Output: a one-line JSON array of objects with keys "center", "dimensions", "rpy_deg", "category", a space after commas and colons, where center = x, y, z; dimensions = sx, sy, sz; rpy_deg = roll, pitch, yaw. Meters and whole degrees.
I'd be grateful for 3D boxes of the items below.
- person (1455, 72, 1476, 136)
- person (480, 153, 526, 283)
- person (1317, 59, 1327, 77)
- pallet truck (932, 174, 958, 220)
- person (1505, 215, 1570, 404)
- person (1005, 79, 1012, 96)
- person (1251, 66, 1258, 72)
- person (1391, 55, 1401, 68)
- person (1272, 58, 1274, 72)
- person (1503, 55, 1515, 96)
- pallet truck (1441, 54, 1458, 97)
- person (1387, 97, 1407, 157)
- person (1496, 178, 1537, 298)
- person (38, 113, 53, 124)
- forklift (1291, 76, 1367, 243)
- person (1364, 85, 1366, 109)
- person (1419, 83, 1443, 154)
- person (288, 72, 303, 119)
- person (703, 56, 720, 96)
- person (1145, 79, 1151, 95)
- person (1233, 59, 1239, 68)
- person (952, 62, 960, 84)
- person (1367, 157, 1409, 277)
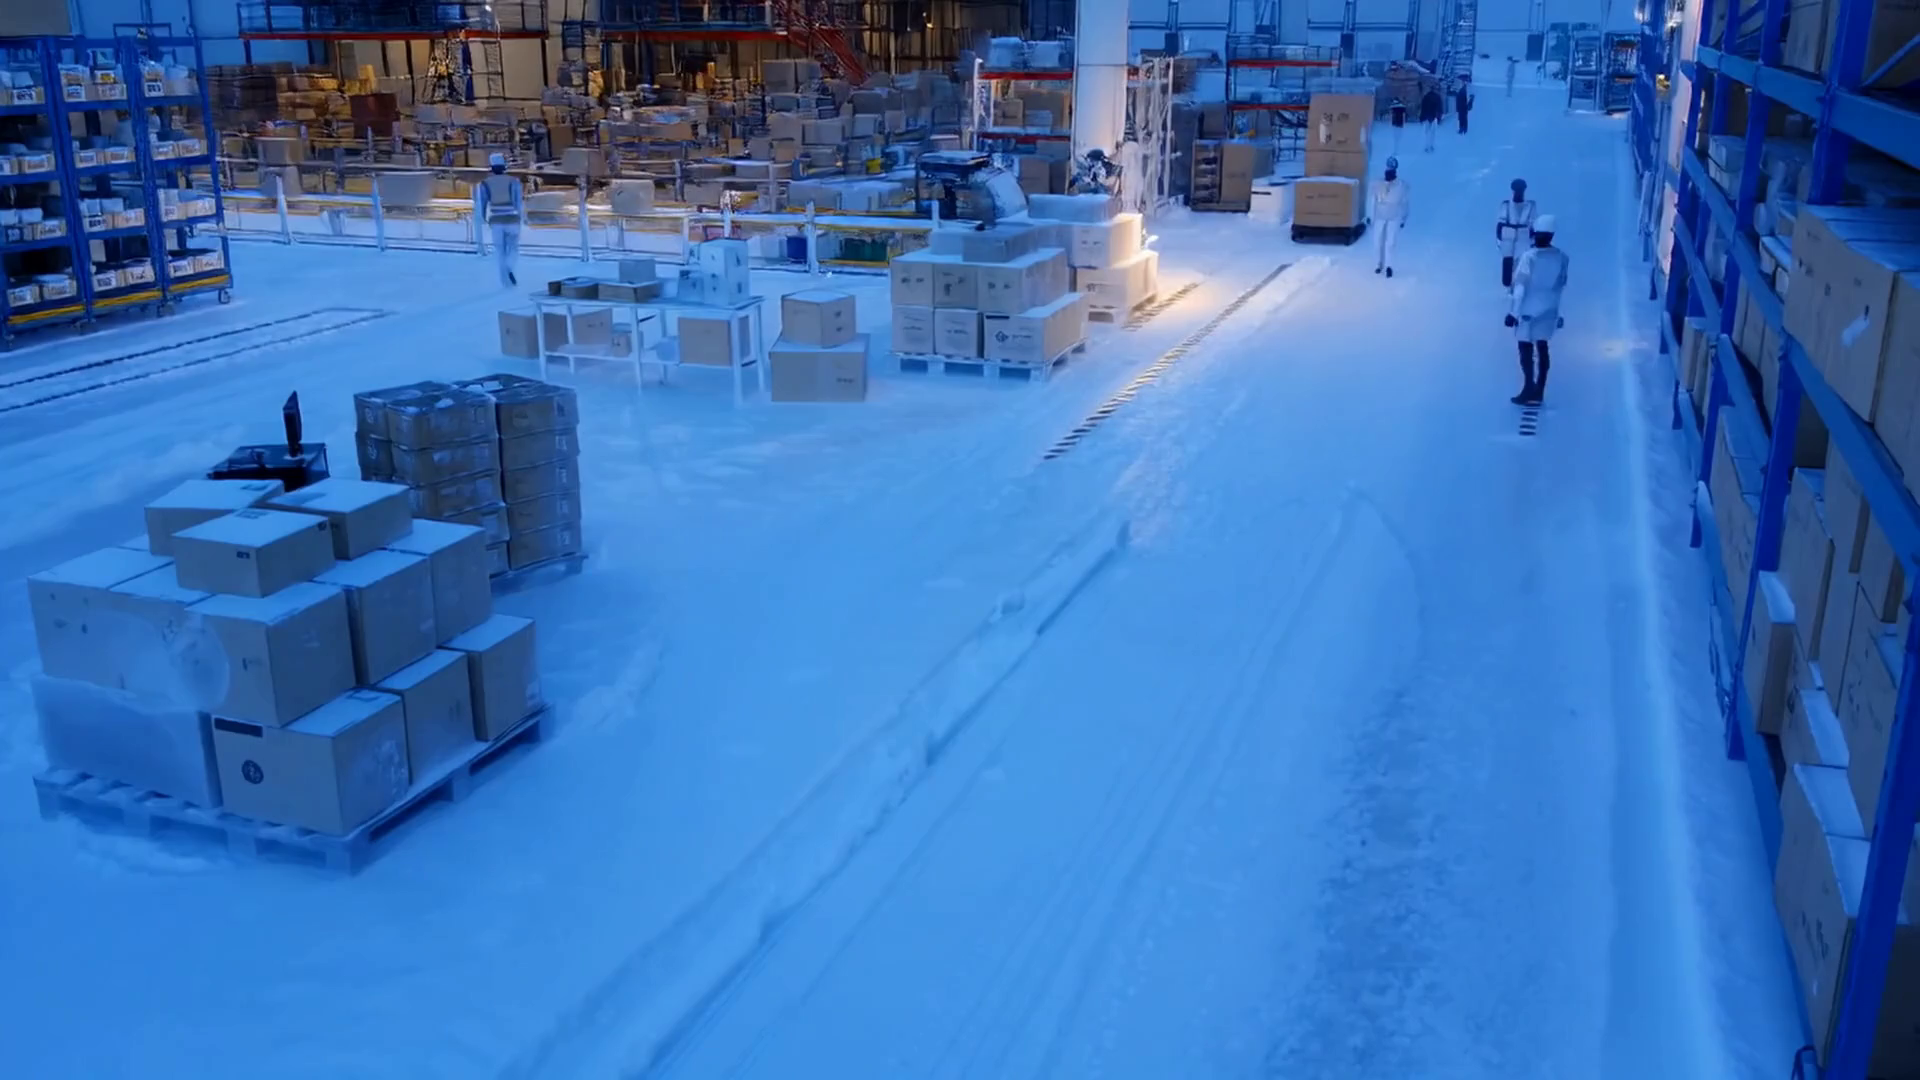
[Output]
[{"center": [16.264, -14.093, 53.801], "dimensions": [0.624, 2.000, 0.706], "rpy_deg": [-7, 19, -21], "category": "person"}, {"center": [-6.754, -4.743, 24.598], "dimensions": [0.628, 1.926, 0.667], "rpy_deg": [-2, 18, -6], "category": "person"}, {"center": [17.520, -22.439, 80.576], "dimensions": [0.508, 1.704, 0.871], "rpy_deg": [7, 19, 21], "category": "person"}, {"center": [-0.507, -5.292, 27.348], "dimensions": [0.653, 1.274, 1.630], "rpy_deg": [6, 19, 19], "category": "pallet truck"}, {"center": [5.990, -2.359, 17.165], "dimensions": [0.617, 1.909, 0.645], "rpy_deg": [-4, 18, -12], "category": "person"}, {"center": [1.933, -18.222, 67.060], "dimensions": [0.313, 1.864, 0.530], "rpy_deg": [-5, 18, -15], "category": "person"}, {"center": [12.021, -18.773, 68.754], "dimensions": [0.890, 1.888, 0.604], "rpy_deg": [14, 22, 36], "category": "person"}, {"center": [21.668, -23.251, 82.921], "dimensions": [0.629, 1.828, 0.438], "rpy_deg": [-12, 21, -33], "category": "person"}, {"center": [16.641, -24.827, 87.749], "dimensions": [0.595, 1.905, 0.732], "rpy_deg": [-17, 24, -42], "category": "person"}, {"center": [26.269, -22.200, 79.464], "dimensions": [0.383, 1.923, 0.588], "rpy_deg": [1, 18, 2], "category": "person"}, {"center": [22.765, -21.886, 78.355], "dimensions": [0.823, 1.965, 1.885], "rpy_deg": [-4, 18, -14], "category": "pallet truck"}, {"center": [12.172, -11.505, 46.341], "dimensions": [0.543, 1.612, 0.435], "rpy_deg": [10, 20, 29], "category": "person"}, {"center": [7.850, -4.287, 23.566], "dimensions": [0.540, 1.677, 0.521], "rpy_deg": [2, 18, 7], "category": "person"}, {"center": [-30.231, -14.346, 54.864], "dimensions": [0.661, 1.878, 0.822], "rpy_deg": [-15, 23, -40], "category": "person"}, {"center": [6.598, -6.755, 29.381], "dimensions": [1.129, 2.768, 1.873], "rpy_deg": [6, 19, 19], "category": "forklift"}, {"center": [12.548, -13.392, 52.076], "dimensions": [0.547, 1.740, 0.662], "rpy_deg": [-12, 21, -33], "category": "person"}, {"center": [13.414, -12.025, 47.407], "dimensions": [0.636, 1.974, 0.562], "rpy_deg": [3, 18, 10], "category": "person"}, {"center": [-21.682, -14.310, 54.541], "dimensions": [0.850, 2.021, 0.609], "rpy_deg": [2, 18, 5], "category": "person"}, {"center": [-11.965, -22.276, 79.823], "dimensions": [0.829, 1.860, 0.585], "rpy_deg": [8, 19, 23], "category": "person"}, {"center": [6.397, -14.928, 56.979], "dimensions": [0.321, 1.697, 0.530], "rpy_deg": [-9, 20, -25], "category": "person"}, {"center": [12.528, -20.962, 75.702], "dimensions": [0.326, 1.842, 0.517], "rpy_deg": [3, 18, 9], "category": "person"}, {"center": [-0.125, -18.333, 67.304], "dimensions": [0.522, 1.927, 0.561], "rpy_deg": [2, 18, 6], "category": "person"}, {"center": [6.533, -4.947, 25.485], "dimensions": [0.585, 1.784, 0.894], "rpy_deg": [6, 19, 19], "category": "person"}]
